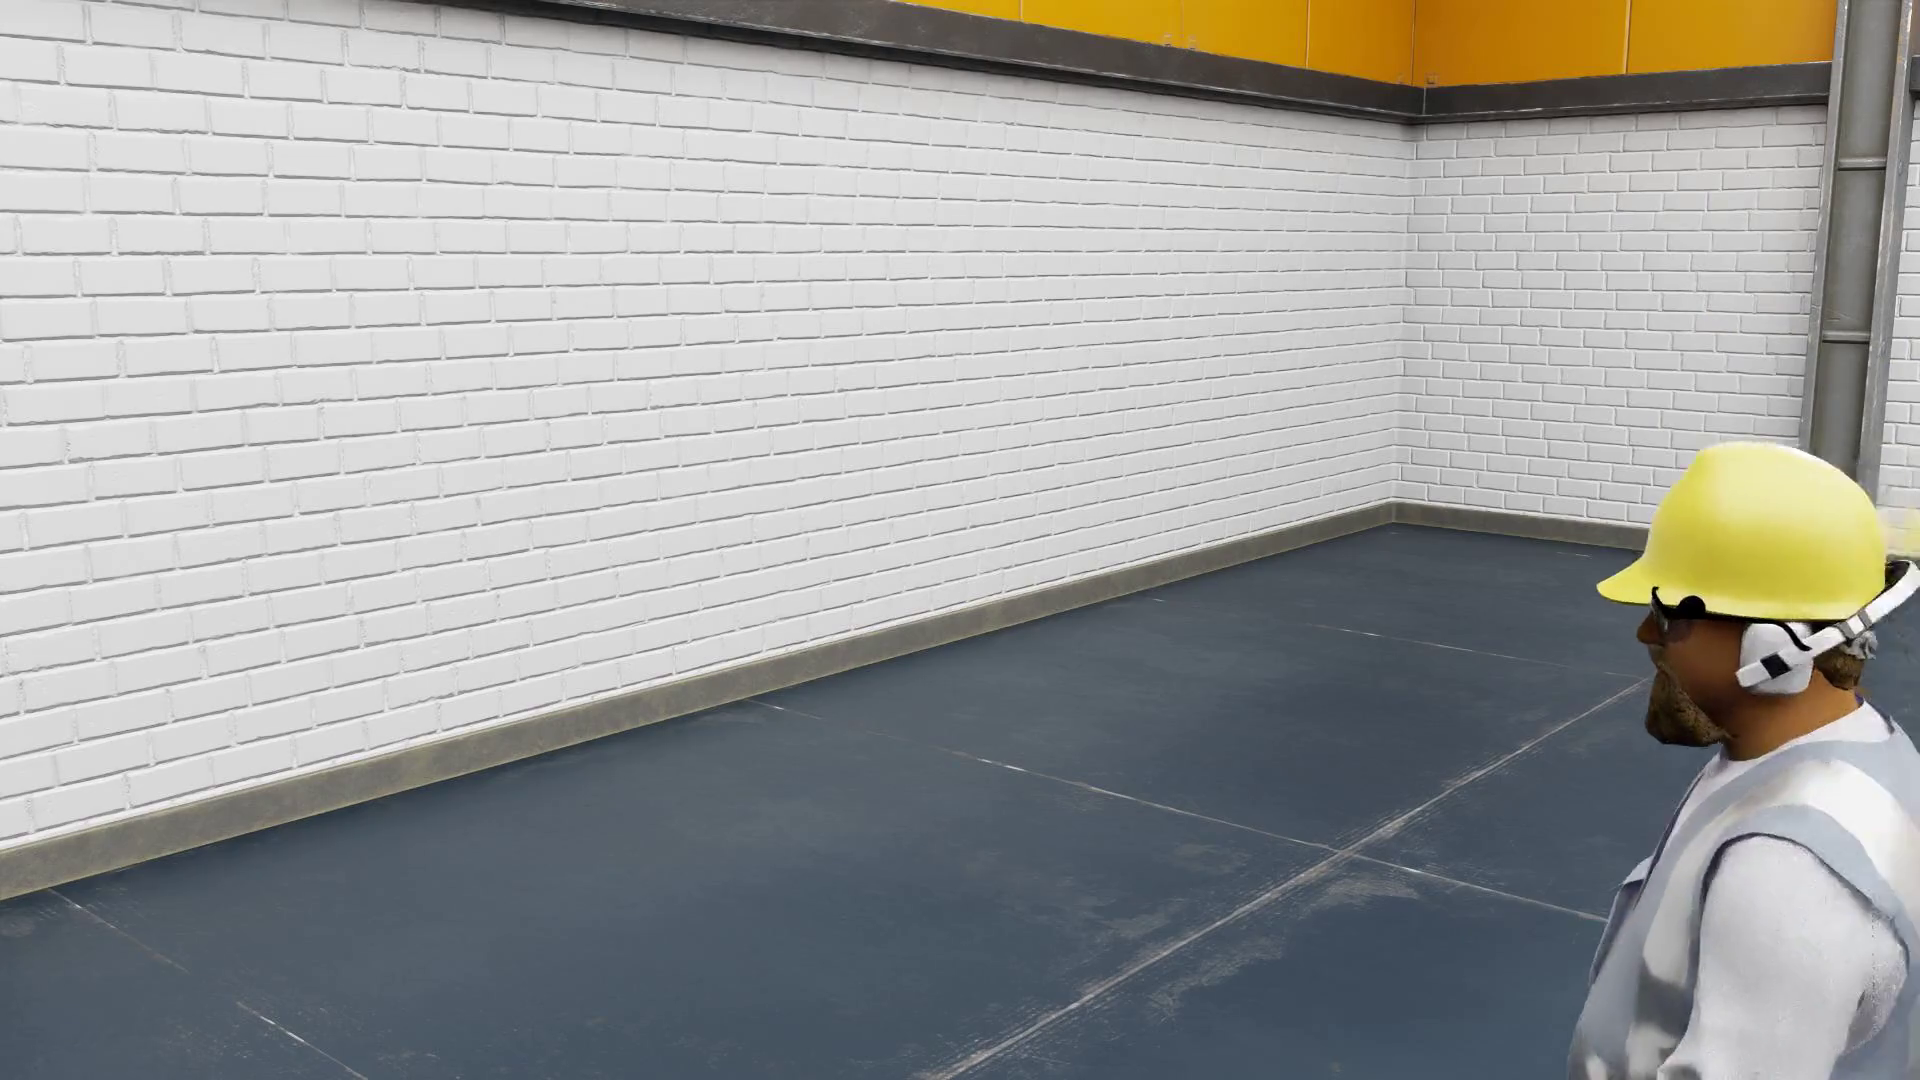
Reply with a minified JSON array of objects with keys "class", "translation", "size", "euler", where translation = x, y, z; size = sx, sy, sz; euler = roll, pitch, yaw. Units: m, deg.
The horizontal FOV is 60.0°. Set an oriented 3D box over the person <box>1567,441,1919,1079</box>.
[{"class":"person","translation":[0.837,0.790,1.935],"size":[0.628,1.809,0.613],"euler":[4,11,23]}]
